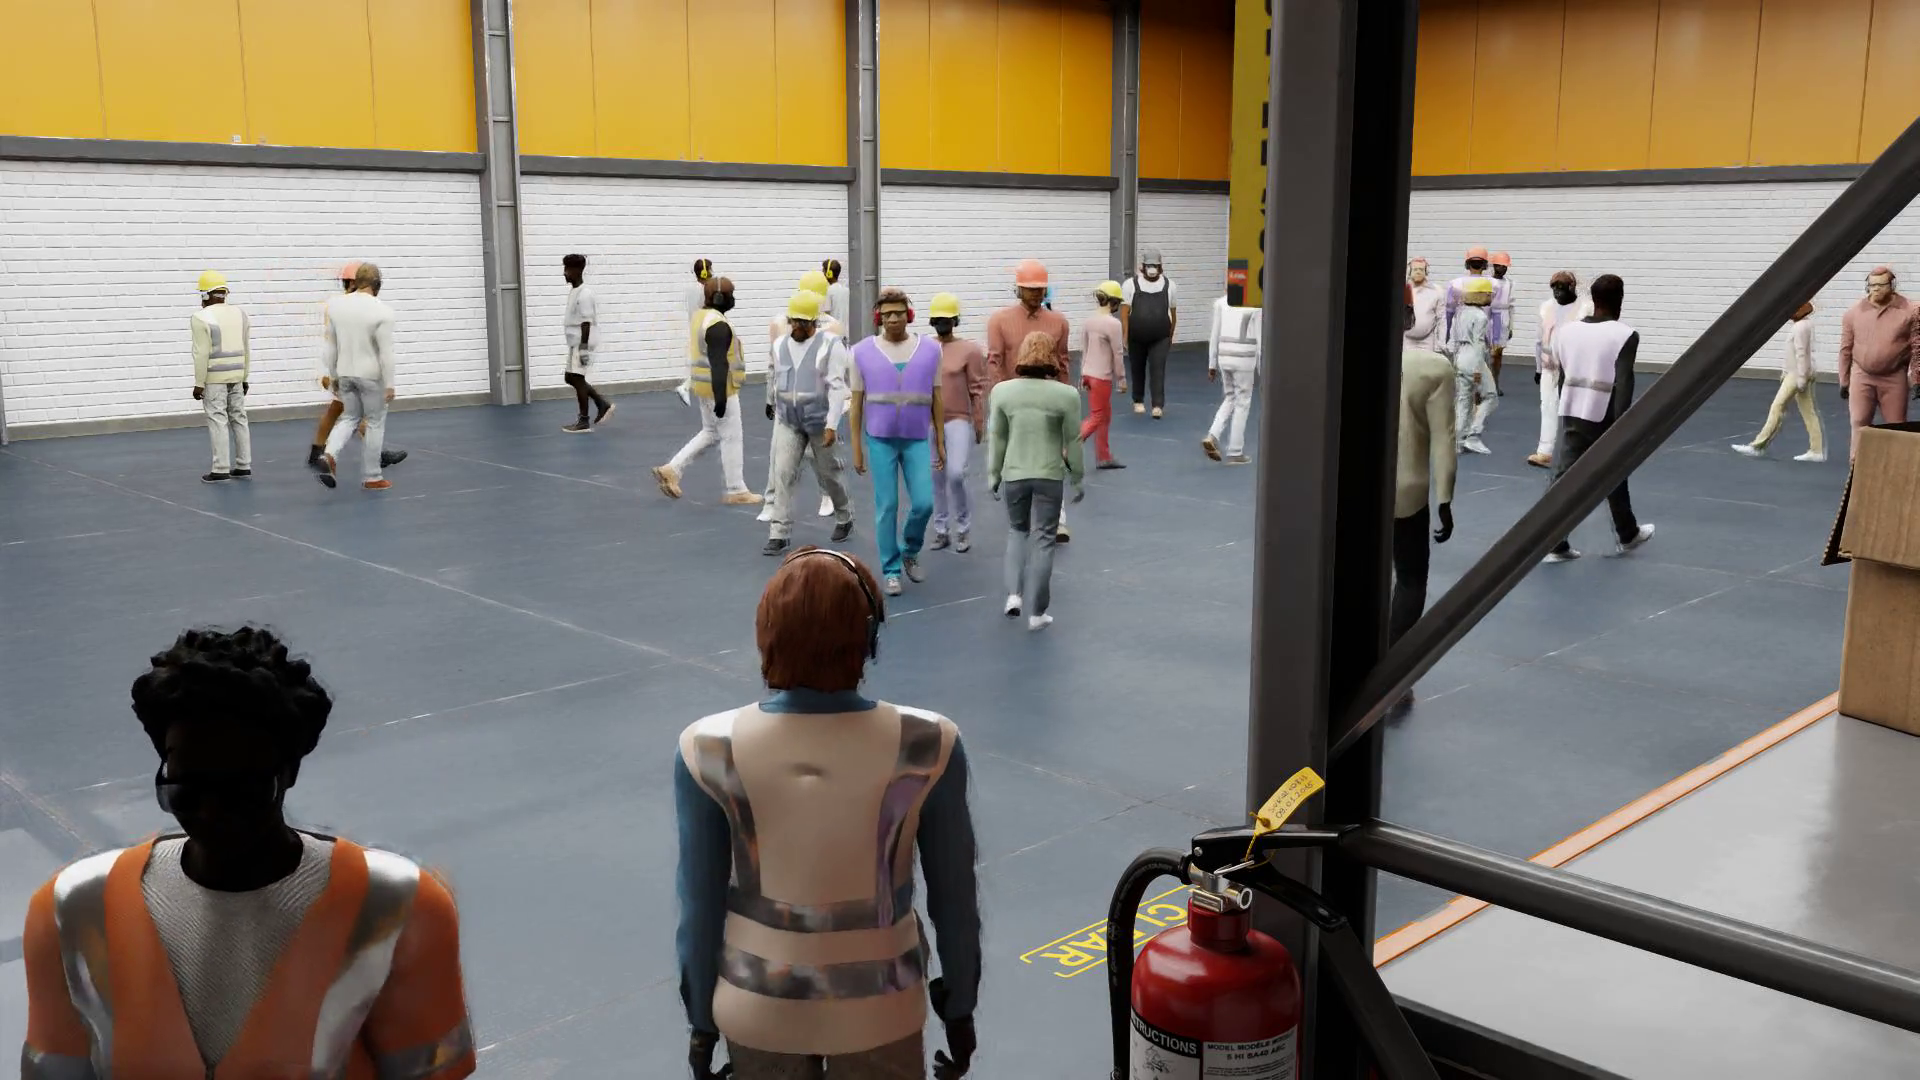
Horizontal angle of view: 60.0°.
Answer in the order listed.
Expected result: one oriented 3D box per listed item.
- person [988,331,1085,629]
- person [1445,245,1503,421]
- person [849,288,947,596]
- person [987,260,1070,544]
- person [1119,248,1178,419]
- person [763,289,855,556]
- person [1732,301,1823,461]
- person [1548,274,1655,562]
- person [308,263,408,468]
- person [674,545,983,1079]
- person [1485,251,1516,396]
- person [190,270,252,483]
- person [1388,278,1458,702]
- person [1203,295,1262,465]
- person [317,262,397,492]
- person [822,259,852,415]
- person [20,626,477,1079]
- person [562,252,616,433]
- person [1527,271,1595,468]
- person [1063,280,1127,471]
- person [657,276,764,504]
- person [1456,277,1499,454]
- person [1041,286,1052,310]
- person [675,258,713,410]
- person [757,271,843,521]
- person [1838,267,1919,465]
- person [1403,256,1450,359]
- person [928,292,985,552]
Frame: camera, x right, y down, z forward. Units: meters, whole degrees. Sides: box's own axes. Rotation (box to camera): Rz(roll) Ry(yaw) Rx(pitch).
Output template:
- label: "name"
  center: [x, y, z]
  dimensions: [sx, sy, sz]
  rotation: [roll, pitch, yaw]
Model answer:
- label: "person"
  center: [0.419, -0.324, 9.058]
  dimensions: [0.521, 1.617, 0.381]
  rotation: [3, 11, 18]
- label: "person"
  center: [5.776, -2.306, 18.817]
  dimensions: [0.612, 2.012, 0.890]
  rotation: [2, 11, 11]
- label: "person"
  center: [-0.367, -0.579, 9.889]
  dimensions: [0.587, 1.821, 0.444]
  rotation: [-2, 11, -11]
- label: "person"
  center: [0.496, -0.939, 11.496]
  dimensions: [0.614, 1.948, 0.974]
  rotation: [-1, 10, -8]
- label: "person"
  center: [2.222, -2.478, 19.659]
  dimensions: [0.684, 2.000, 1.036]
  rotation: [1, 10, 4]
- label: "person"
  center: [-1.005, -0.817, 11.324]
  dimensions: [0.588, 1.784, 0.877]
  rotation: [4, 11, 19]
- label: "person"
  center: [7.814, -1.540, 15.756]
  dimensions: [0.845, 1.586, 0.535]
  rotation: [6, 12, 28]
- label: "person"
  center: [4.240, -0.805, 10.982]
  dimensions: [0.970, 1.868, 0.622]
  rotation: [-7, 13, -34]
- label: "person"
  center: [-5.618, -1.583, 15.230]
  dimensions: [0.934, 1.886, 0.554]
  rotation: [0, 10, 2]
- label: "person"
  center: [-0.224, 0.827, 2.786]
  dimensions: [0.524, 1.616, 0.666]
  rotation: [0, 10, 0]
- label: "person"
  center: [7.128, -2.889, 22.215]
  dimensions: [0.573, 1.925, 0.496]
  rotation: [-2, 11, -9]
- label: "person"
  center: [-6.397, -1.405, 14.373]
  dimensions: [0.404, 1.831, 0.600]
  rotation: [4, 11, 21]
- label: "person"
  center: [1.880, -0.200, 7.410]
  dimensions: [0.656, 1.967, 0.590]
  rotation: [4, 11, 23]
- label: "person"
  center: [2.567, -1.607, 15.378]
  dimensions: [0.455, 1.874, 0.606]
  rotation: [-9, 14, -40]
- label: "person"
  center: [-4.952, -1.310, 13.648]
  dimensions: [0.673, 1.911, 0.649]
  rotation: [3, 11, 18]
- label: "person"
  center: [-1.500, -2.426, 19.884]
  dimensions: [0.602, 1.863, 0.574]
  rotation: [5, 12, 27]
- label: "person"
  center: [-0.894, 0.903, 2.194]
  dimensions: [0.535, 1.671, 0.683]
  rotation: [-1, 10, -6]
- label: "person"
  center: [-4.081, -2.139, 18.057]
  dimensions: [0.504, 1.946, 0.628]
  rotation: [-4, 11, -22]
- label: "person"
  center: [5.558, -1.554, 15.267]
  dimensions: [0.901, 1.789, 0.752]
  rotation: [-10, 14, -43]
- label: "person"
  center: [1.196, -1.468, 14.982]
  dimensions: [0.717, 1.728, 0.527]
  rotation: [-4, 11, -21]
- label: "person"
  center: [-1.990, -1.172, 13.148]
  dimensions: [0.746, 1.825, 0.630]
  rotation: [-4, 11, -21]
- label: "person"
  center: [5.055, -1.693, 16.233]
  dimensions: [0.429, 1.728, 0.494]
  rotation: [-2, 11, -9]
- label: "person"
  center: [1.133, -3.506, 26.265]
  dimensions: [0.803, 1.658, 0.555]
  rotation: [-9, 14, -40]
- label: "person"
  center: [-3.174, -2.492, 20.251]
  dimensions: [0.478, 1.852, 0.540]
  rotation: [-6, 12, -31]
- label: "person"
  center: [-1.167, -1.080, 12.506]
  dimensions: [0.642, 1.880, 0.585]
  rotation: [4, 11, 21]
- label: "person"
  center: [7.890, -1.398, 14.249]
  dimensions: [0.668, 1.871, 0.667]
  rotation: [8, 13, 36]
- label: "person"
  center: [5.090, -2.204, 18.538]
  dimensions: [0.680, 1.908, 0.401]
  rotation: [1, 10, 6]
- label: "person"
  center: [-0.124, -0.782, 11.195]
  dimensions: [0.536, 1.751, 0.473]
  rotation: [3, 11, 18]
